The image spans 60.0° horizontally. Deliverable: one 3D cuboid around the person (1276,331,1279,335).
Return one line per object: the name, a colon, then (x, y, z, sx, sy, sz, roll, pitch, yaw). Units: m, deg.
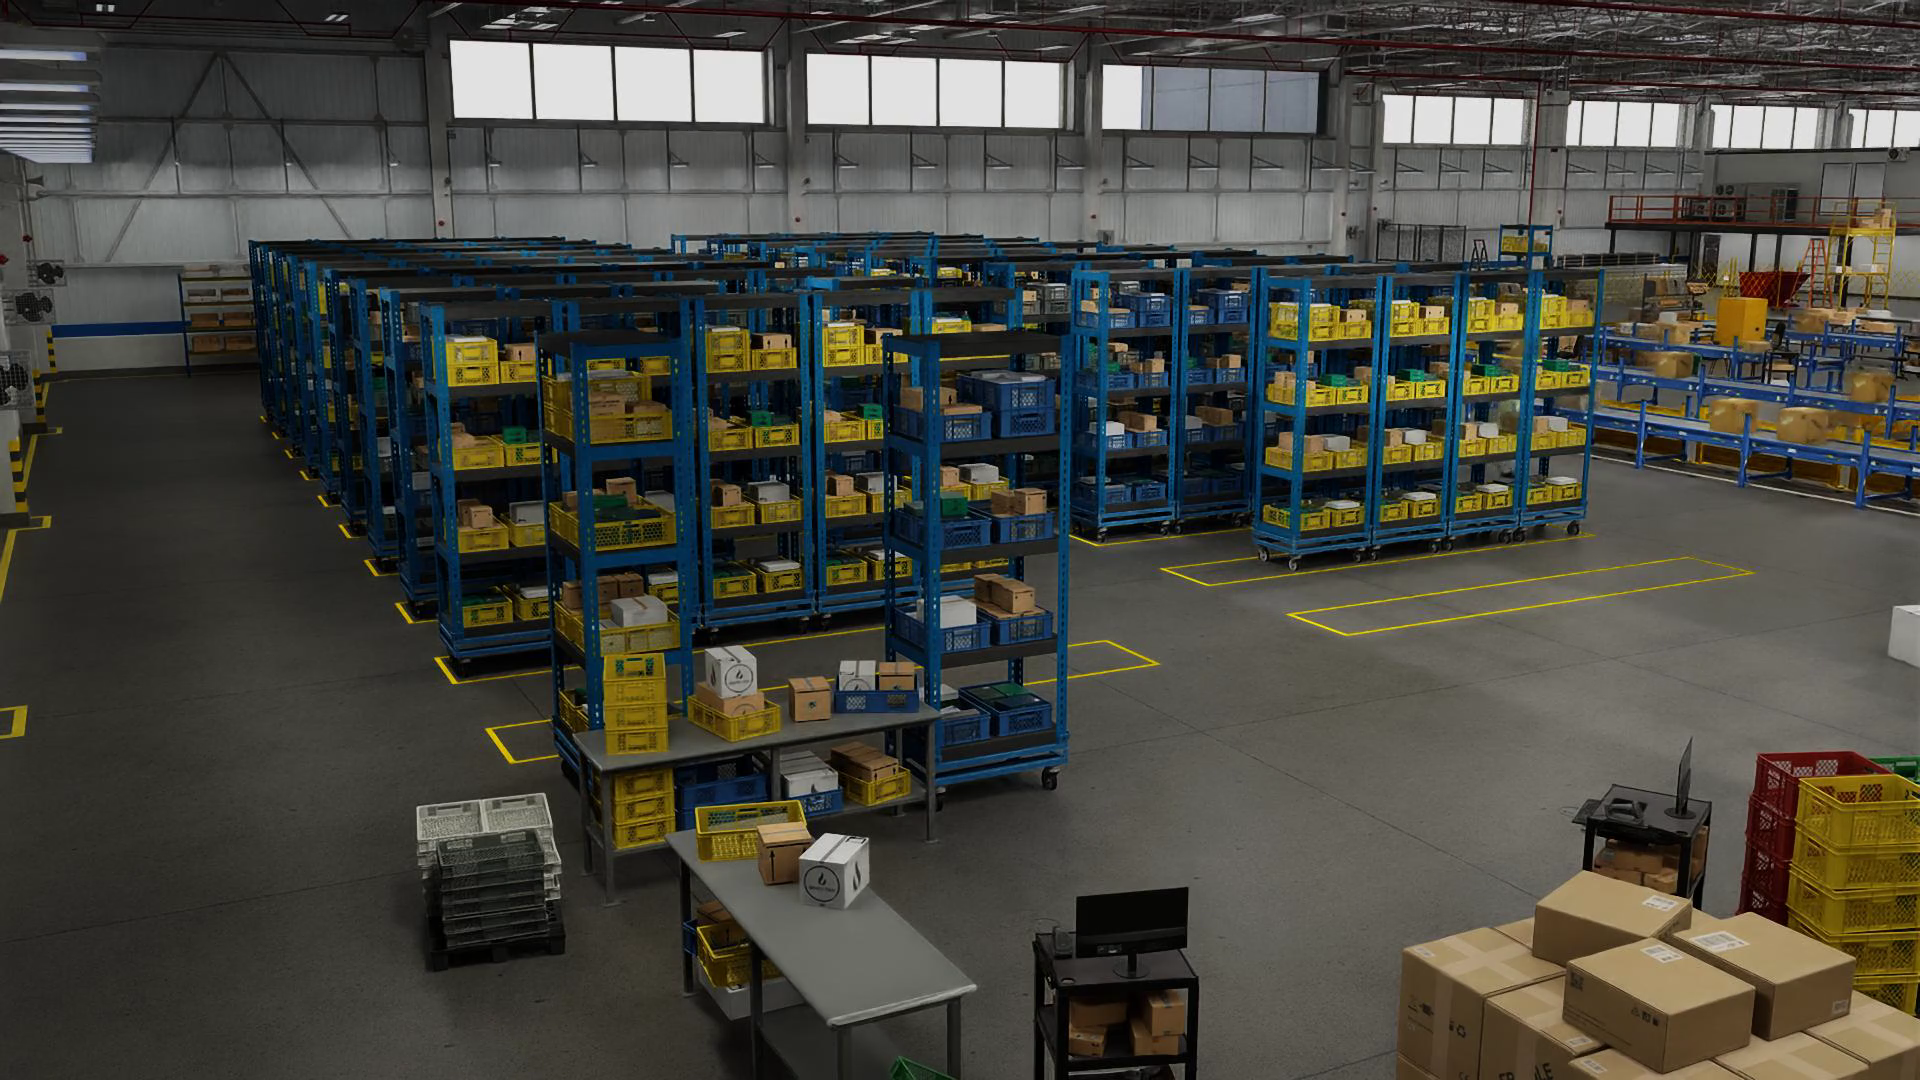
person: (5.889, -2.952, 31.369, 0.625, 2.016, 0.794, -8, 14, -33)

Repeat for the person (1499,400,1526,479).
person: (8.907, -1.887, 26.830, 0.627, 1.819, 0.425, -11, 16, -41)

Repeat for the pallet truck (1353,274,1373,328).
pallet truck: (13.011, -8.050, 55.243, 0.823, 1.965, 1.885, -7, 14, -28)

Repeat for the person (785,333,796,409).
person: (-3.458, -3.679, 34.907, 0.979, 1.963, 0.605, -5, 13, -22)
